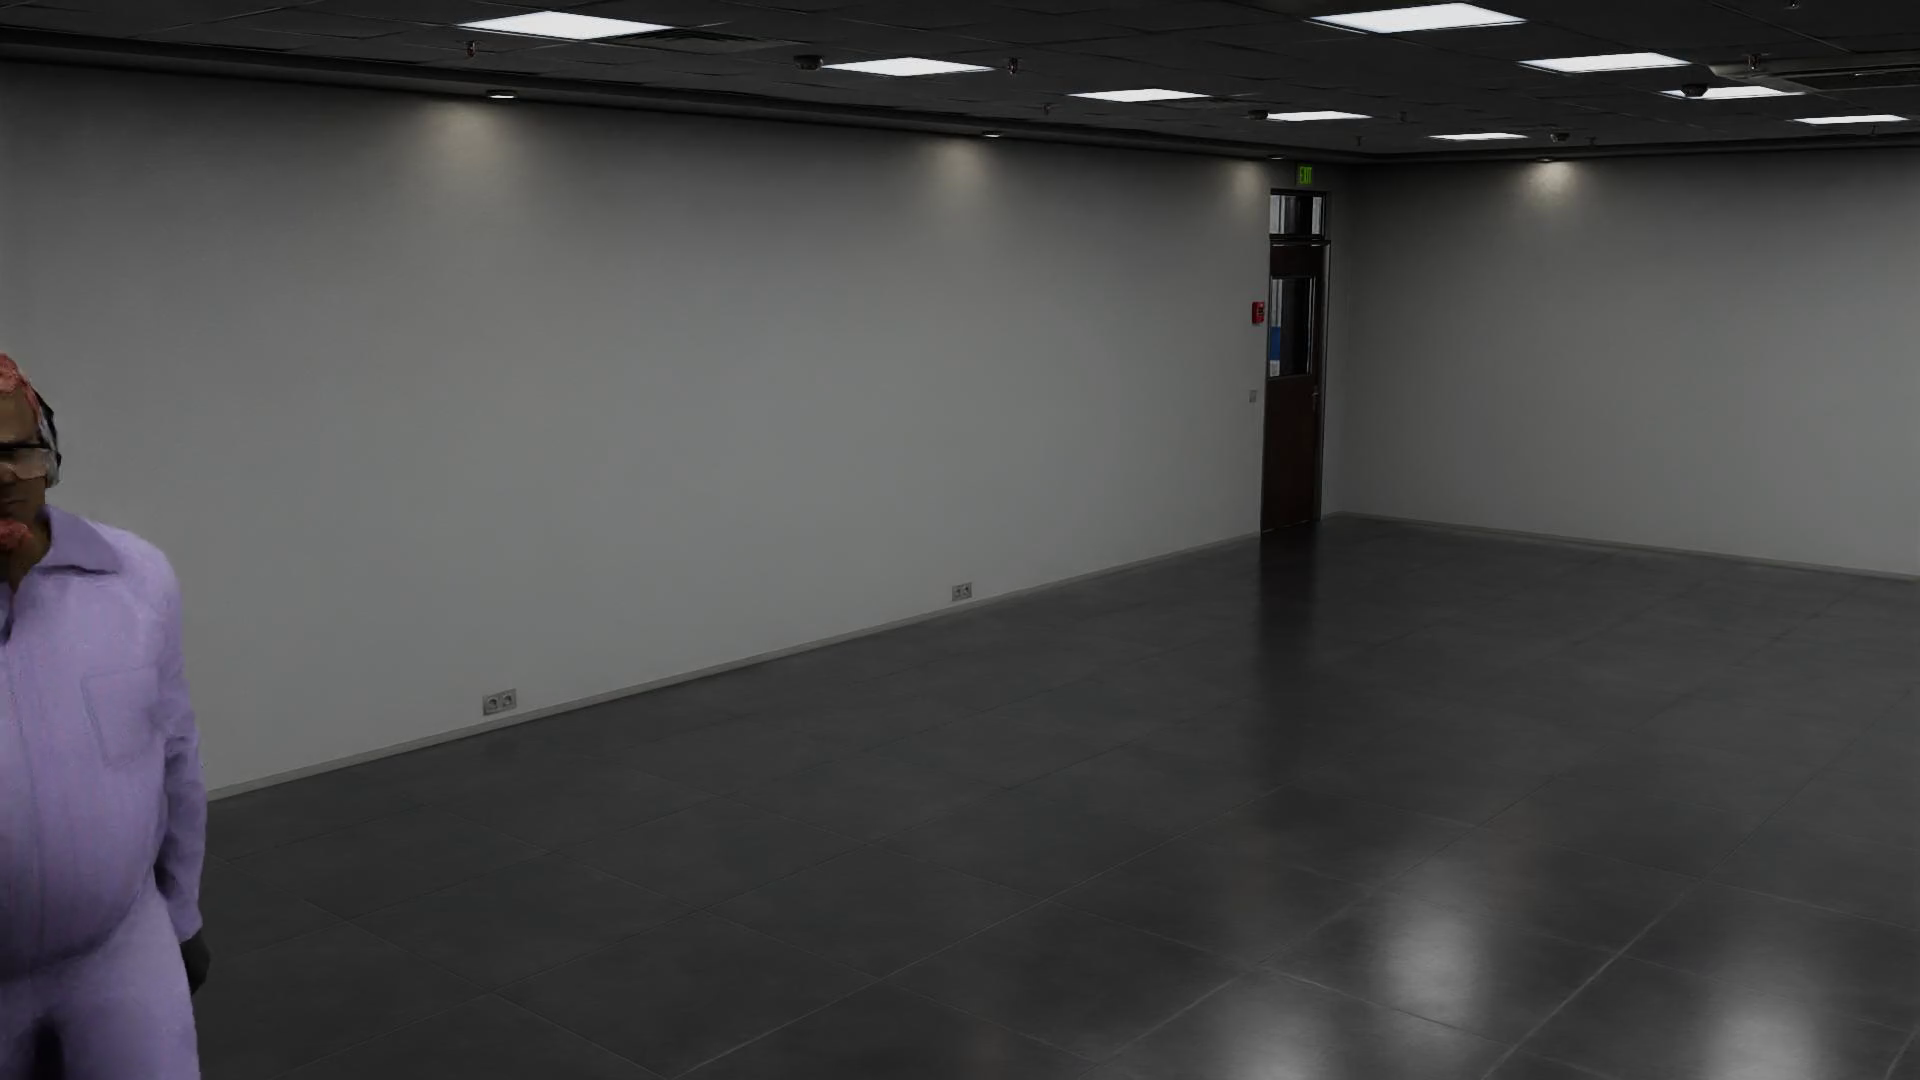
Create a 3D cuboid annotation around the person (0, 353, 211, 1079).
[{"bbox_3d":[-1.358,0.662,2.459,0.909,1.864,0.663,9,13,42],"label":"person"}]
